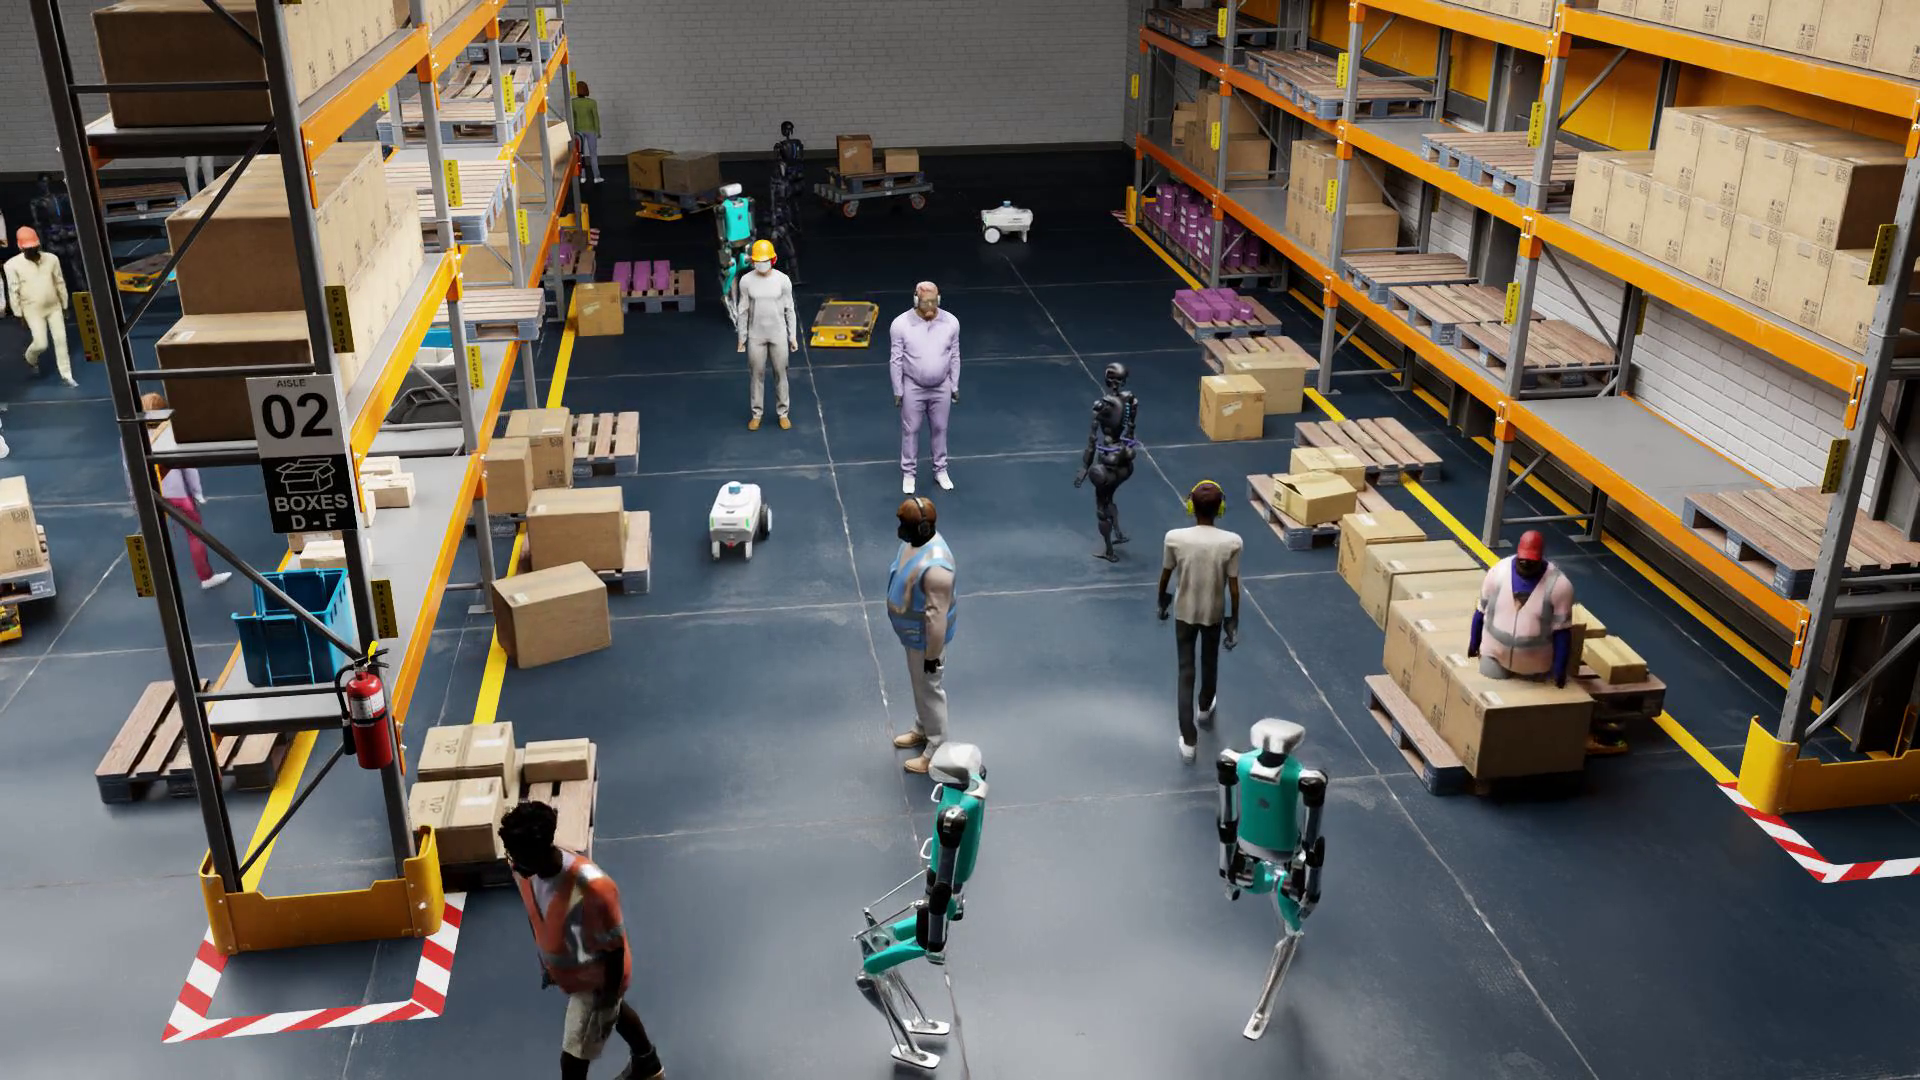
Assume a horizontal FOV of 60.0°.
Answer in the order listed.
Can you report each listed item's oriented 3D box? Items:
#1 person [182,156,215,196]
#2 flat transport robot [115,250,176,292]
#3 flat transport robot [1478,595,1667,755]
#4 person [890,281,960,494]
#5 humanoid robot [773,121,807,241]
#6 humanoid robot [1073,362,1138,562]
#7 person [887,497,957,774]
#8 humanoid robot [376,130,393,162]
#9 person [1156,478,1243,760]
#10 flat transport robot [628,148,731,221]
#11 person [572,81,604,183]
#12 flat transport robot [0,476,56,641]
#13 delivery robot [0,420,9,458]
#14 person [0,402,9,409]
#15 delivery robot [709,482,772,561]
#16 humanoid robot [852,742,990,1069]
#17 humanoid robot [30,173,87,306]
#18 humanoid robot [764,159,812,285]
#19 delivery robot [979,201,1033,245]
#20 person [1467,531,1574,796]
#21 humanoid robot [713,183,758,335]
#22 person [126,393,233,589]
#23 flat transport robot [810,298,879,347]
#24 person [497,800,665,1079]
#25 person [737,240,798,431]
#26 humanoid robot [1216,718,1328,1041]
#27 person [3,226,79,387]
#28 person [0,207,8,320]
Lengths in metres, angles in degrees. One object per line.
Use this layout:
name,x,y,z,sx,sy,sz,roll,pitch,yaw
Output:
person,-11.639,-6.009,25.416,0.623,1.841,0.431,-21,31,-39
flat transport robot,-10.443,-3.495,21.640,0.659,0.231,1.431,5,24,11
flat transport robot,3.882,1.041,11.307,0.659,0.231,1.431,-3,24,-7
person,-0.295,-1.349,14.713,0.642,1.911,0.414,-7,25,-15
humanoid robot,-2.400,-5.068,23.462,0.310,1.650,0.607,21,31,39
humanoid robot,1.184,-0.625,13.348,0.601,1.654,0.334,-22,32,-40
person,-0.240,0.584,10.411,0.431,1.837,0.631,-5,24,-12
humanoid robot,-7.873,-4.852,22.984,0.589,1.655,0.468,-4,24,-8
person,1.526,0.449,10.705,0.505,1.836,0.812,2,24,4
flat transport robot,-4.199,-5.097,25.289,0.659,0.231,1.431,15,28,30
person,-6.106,-6.649,27.125,0.497,1.633,0.279,2,24,5
flat transport robot,-7.539,0.464,12.621,0.659,0.231,1.431,-13,27,-27
delivery robot,-9.390,-0.993,15.578,0.782,0.589,0.499,-16,28,-32
person,-9.919,-2.150,16.509,0.425,1.934,0.600,6,24,13
delivery robot,-1.850,-0.191,13.780,0.499,0.614,0.797,0,24,1
humanoid robot,-0.238,1.706,7.852,0.748,1.699,0.530,5,24,12
humanoid robot,-10.988,-3.663,20.298,0.637,1.634,0.609,15,28,31
humanoid robot,-2.233,-3.987,21.032,0.668,1.635,0.593,6,24,14
delivery robot,0.628,-4.484,23.562,0.785,0.614,0.509,-2,24,-5
person,3.474,0.684,10.318,0.617,1.720,0.812,12,26,26
humanoid robot,-2.711,-3.309,19.420,0.568,1.787,0.885,-18,29,-35
person,-6.067,-0.331,12.761,0.550,1.609,0.417,-3,24,-6
flat transport robot,-1.340,-2.542,19.469,0.659,0.231,1.431,1,24,2
person,-1.717,1.924,7.302,0.612,1.863,1.099,20,31,38
person,-1.876,-1.991,16.194,0.587,1.893,0.364,-1,24,-3
humanoid robot,1.645,1.549,8.341,0.552,1.776,0.959,13,27,27
person,-9.650,-2.450,17.425,0.562,1.734,0.575,16,28,32
person,-11.784,-3.622,19.926,0.639,1.884,1.002,-9,25,-20
